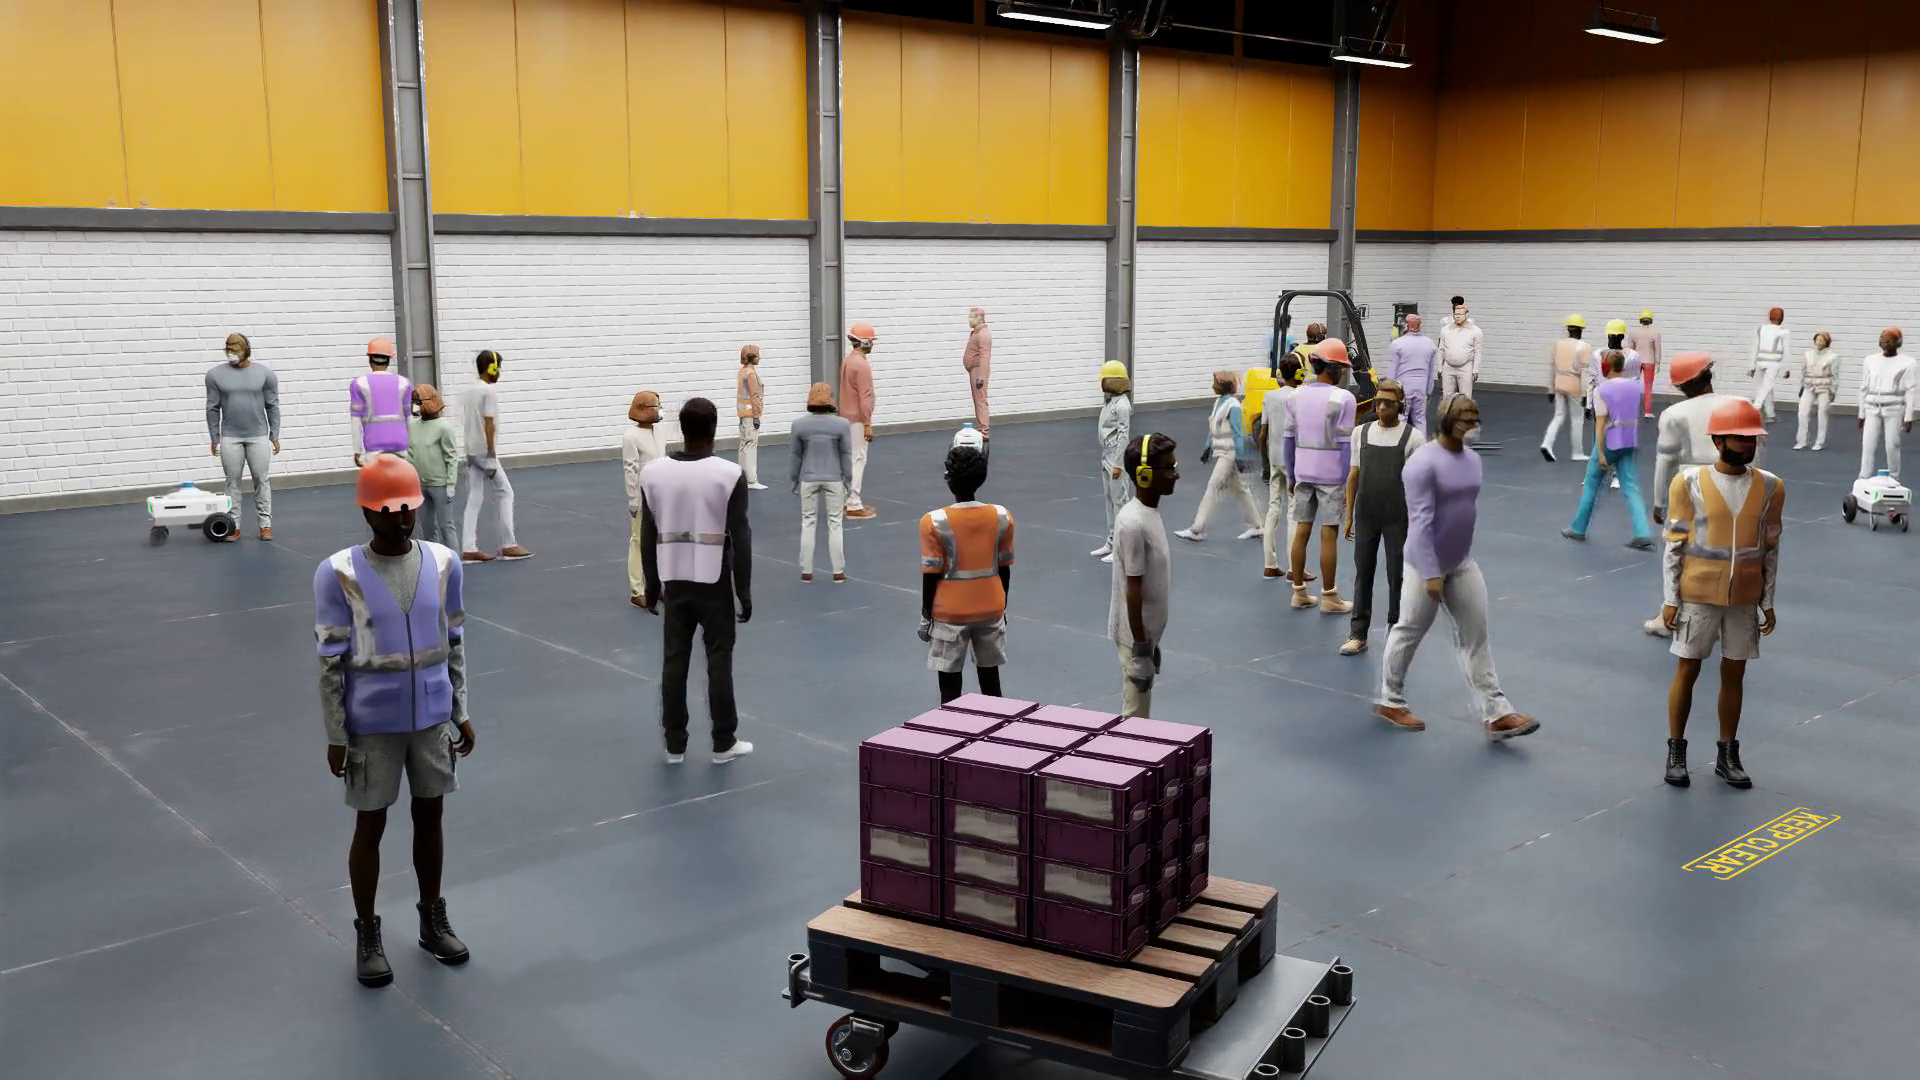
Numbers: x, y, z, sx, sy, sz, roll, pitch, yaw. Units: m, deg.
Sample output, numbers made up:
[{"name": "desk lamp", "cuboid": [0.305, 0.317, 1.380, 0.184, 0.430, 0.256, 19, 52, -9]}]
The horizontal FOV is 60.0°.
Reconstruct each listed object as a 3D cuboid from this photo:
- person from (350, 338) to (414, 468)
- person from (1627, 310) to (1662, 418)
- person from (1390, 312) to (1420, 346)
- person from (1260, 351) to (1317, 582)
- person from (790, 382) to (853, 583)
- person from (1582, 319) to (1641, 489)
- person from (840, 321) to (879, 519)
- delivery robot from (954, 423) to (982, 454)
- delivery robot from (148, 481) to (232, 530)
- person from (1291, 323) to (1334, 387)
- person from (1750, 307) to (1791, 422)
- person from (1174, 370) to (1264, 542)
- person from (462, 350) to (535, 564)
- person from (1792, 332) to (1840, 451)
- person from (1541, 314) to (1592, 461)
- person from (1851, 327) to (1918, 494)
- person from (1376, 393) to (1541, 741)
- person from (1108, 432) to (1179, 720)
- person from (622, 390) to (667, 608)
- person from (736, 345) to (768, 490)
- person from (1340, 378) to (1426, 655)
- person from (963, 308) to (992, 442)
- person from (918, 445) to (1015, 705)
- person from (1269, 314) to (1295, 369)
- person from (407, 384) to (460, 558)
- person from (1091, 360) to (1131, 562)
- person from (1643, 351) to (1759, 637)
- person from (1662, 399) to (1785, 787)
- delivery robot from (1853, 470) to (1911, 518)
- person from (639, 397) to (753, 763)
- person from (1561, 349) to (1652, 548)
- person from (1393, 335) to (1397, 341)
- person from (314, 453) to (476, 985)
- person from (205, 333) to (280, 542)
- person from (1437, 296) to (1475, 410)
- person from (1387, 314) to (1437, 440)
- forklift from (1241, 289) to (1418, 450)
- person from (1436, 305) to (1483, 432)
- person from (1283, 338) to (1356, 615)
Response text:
[{"name": "person", "cuboid": [-5.193, -0.855, 14.975, 0.544, 1.906, 0.611, -7, 12, -34]}, {"name": "person", "cuboid": [11.146, -2.863, 27.108, 0.533, 1.767, 0.314, 7, 12, 37]}, {"name": "person", "cuboid": [6.887, -2.647, 25.623, 0.429, 1.840, 0.636, -3, 10, -20]}, {"name": "person", "cuboid": [2.664, -0.594, 13.514, 0.335, 1.873, 0.520, -8, 13, -40]}, {"name": "person", "cuboid": [-1.114, -0.460, 13.443, 0.517, 1.627, 0.283, 1, 10, 3]}, {"name": "person", "cuboid": [7.420, -1.552, 18.948, 0.587, 1.930, 0.359, 9, 13, 42]}, {"name": "person", "cuboid": [-1.006, -1.206, 16.779, 0.409, 1.982, 0.627, -3, 10, -17]}, {"name": "delivery robot", "cuboid": [0.102, -1.214, 20.715, 0.477, 0.478, 0.707, 0, 10, 1]}, {"name": "delivery robot", "cuboid": [-7.122, -0.304, 15.387, 0.707, 0.478, 0.477, -4, 11, -24]}, {"name": "person", "cuboid": [4.250, -1.683, 19.977, 0.429, 1.842, 0.637, -7, 12, -34]}, {"name": "person", "cuboid": [12.709, -2.738, 26.172, 0.949, 1.848, 0.587, -5, 11, -29]}, {"name": "person", "cuboid": [2.446, -0.773, 15.379, 0.879, 1.591, 0.509, -1, 10, -4]}, {"name": "person", "cuboid": [-4.044, -0.720, 14.392, 0.580, 1.824, 0.760, 9, 13, 44]}, {"name": "person", "cuboid": [11.541, -1.997, 22.444, 0.656, 1.609, 0.551, -7, 12, -36]}, {"name": "person", "cuboid": [7.809, -1.945, 21.327, 0.754, 1.907, 0.596, -6, 12, -33]}, {"name": "person", "cuboid": [10.101, -1.383, 18.164, 0.490, 1.891, 0.584, -7, 12, -36]}, {"name": "person", "cuboid": [2.694, 0.162, 9.015, 0.645, 1.894, 0.959, -6, 12, -34]}, {"name": "person", "cuboid": [0.820, 0.457, 7.362, 0.326, 1.874, 0.519, 1, 10, 8]}, {"name": "person", "cuboid": [-2.345, -0.312, 12.550, 0.276, 1.635, 0.505, 4, 11, 23]}, {"name": "person", "cuboid": [-2.377, -1.392, 18.860, 0.309, 1.639, 0.523, -4, 10, -22]}, {"name": "person", "cuboid": [2.770, -0.136, 10.908, 0.508, 1.847, 0.345, 6, 11, 31]}, {"name": "person", "cuboid": [0.243, -2.345, 23.667, 0.407, 1.905, 0.655, -1, 10, -5]}, {"name": "person", "cuboid": [0.029, 0.371, 8.366, 0.535, 1.700, 0.318, -5, 11, -28]}, {"name": "person", "cuboid": [5.353, -2.913, 27.642, 0.419, 1.684, 0.539, -5, 11, -28]}, {"name": "person", "cuboid": [-4.188, -0.423, 13.204, 0.504, 1.632, 0.270, 6, 11, 32]}, {"name": "person", "cuboid": [1.331, -0.677, 14.422, 0.348, 1.750, 0.491, -2, 10, -10]}, {"name": "person", "cuboid": [5.085, -0.284, 11.392, 0.681, 1.989, 0.427, 4, 10, 22]}, {"name": "person", "cuboid": [3.777, 0.269, 8.256, 0.550, 1.941, 0.347, 1, 10, 7]}, {"name": "delivery robot", "cuboid": [8.979, -0.443, 16.201, 0.477, 0.478, 0.707, 2, 10, 12]}, {"name": "person", "cuboid": [-1.378, 0.223, 8.652, 0.619, 1.911, 0.395, 2, 10, 13]}, {"name": "person", "cuboid": [5.967, -0.835, 15.160, 0.569, 1.809, 0.954, -4, 11, -23]}, {"name": "person", "cuboid": [6.694, -2.526, 25.130, 0.316, 1.769, 0.523, -2, 10, -10]}, {"name": "person", "cuboid": [-2.036, 0.644, 6.071, 0.552, 1.935, 0.374, -8, 12, -39]}, {"name": "person", "cuboid": [-6.613, -0.946, 15.386, 0.630, 1.935, 0.369, -3, 10, -17]}, {"name": "person", "cuboid": [8.450, -3.180, 28.377, 0.603, 1.966, 0.368, 4, 10, 22]}, {"name": "person", "cuboid": [5.746, -1.928, 21.260, 0.645, 1.901, 0.397, -3, 10, -15]}, {"name": "forklift", "cuboid": [5.034, -2.339, 22.783, 2.313, 2.155, 1.214, 3, 10, 16]}, {"name": "person", "cuboid": [7.445, -2.551, 24.869, 0.643, 1.908, 0.408, 6, 11, 30]}, {"name": "person", "cuboid": [2.678, -0.467, 12.293, 0.404, 2.034, 0.609, -8, 13, -40]}]
